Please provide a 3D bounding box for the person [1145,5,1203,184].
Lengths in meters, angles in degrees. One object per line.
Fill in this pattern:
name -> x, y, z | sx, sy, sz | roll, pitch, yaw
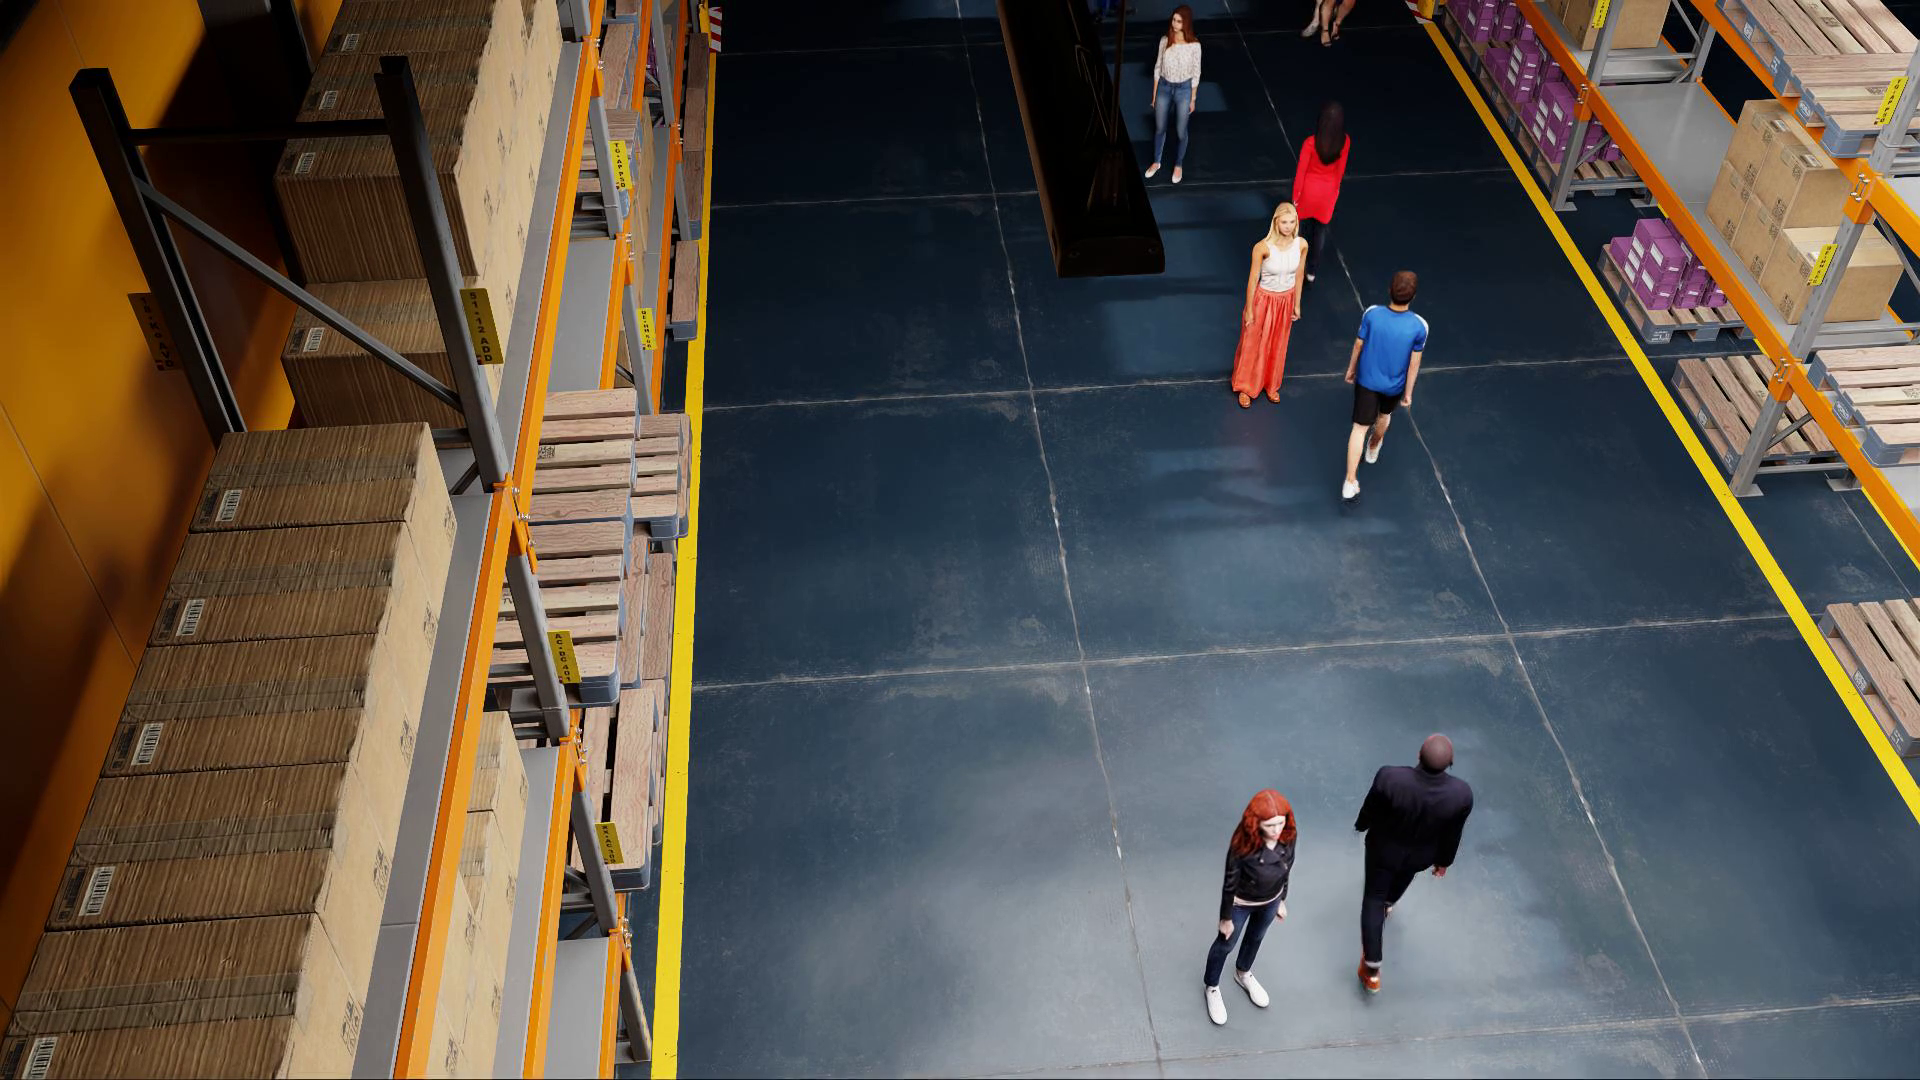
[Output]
person -> 1.993, -4.146, 15.412 | 0.649, 1.728, 0.645 | 15, 46, 15

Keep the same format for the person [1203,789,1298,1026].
person -> 1.568, 1.955, 8.964 | 0.636, 1.787, 0.638 | -16, 46, -16

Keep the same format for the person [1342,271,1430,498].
person -> 3.052, -1.109, 12.150 | 1.007, 1.828, 1.299 | 13, 45, 13

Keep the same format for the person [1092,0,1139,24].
person -> 1.719, -6.447, 17.742 | 0.938, 1.844, 0.991 | -28, 50, -26

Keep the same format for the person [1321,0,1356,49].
person -> 3.937, -5.976, 17.348 | 0.714, 1.707, 0.669 | -10, 45, -11

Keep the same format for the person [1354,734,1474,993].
person -> 2.422, 1.762, 9.163 | 0.830, 1.793, 1.186 | 4, 44, 4

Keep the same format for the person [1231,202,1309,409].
person -> 2.421, -1.836, 12.932 | 0.661, 1.803, 0.618 | -10, 44, -10

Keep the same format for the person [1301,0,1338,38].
person -> 3.991, -6.299, 17.609 | 0.989, 1.814, 0.980 | -28, 50, -26

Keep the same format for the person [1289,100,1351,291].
person -> 3.046, -2.867, 14.064 | 0.661, 1.735, 0.675 | -8, 44, -9
